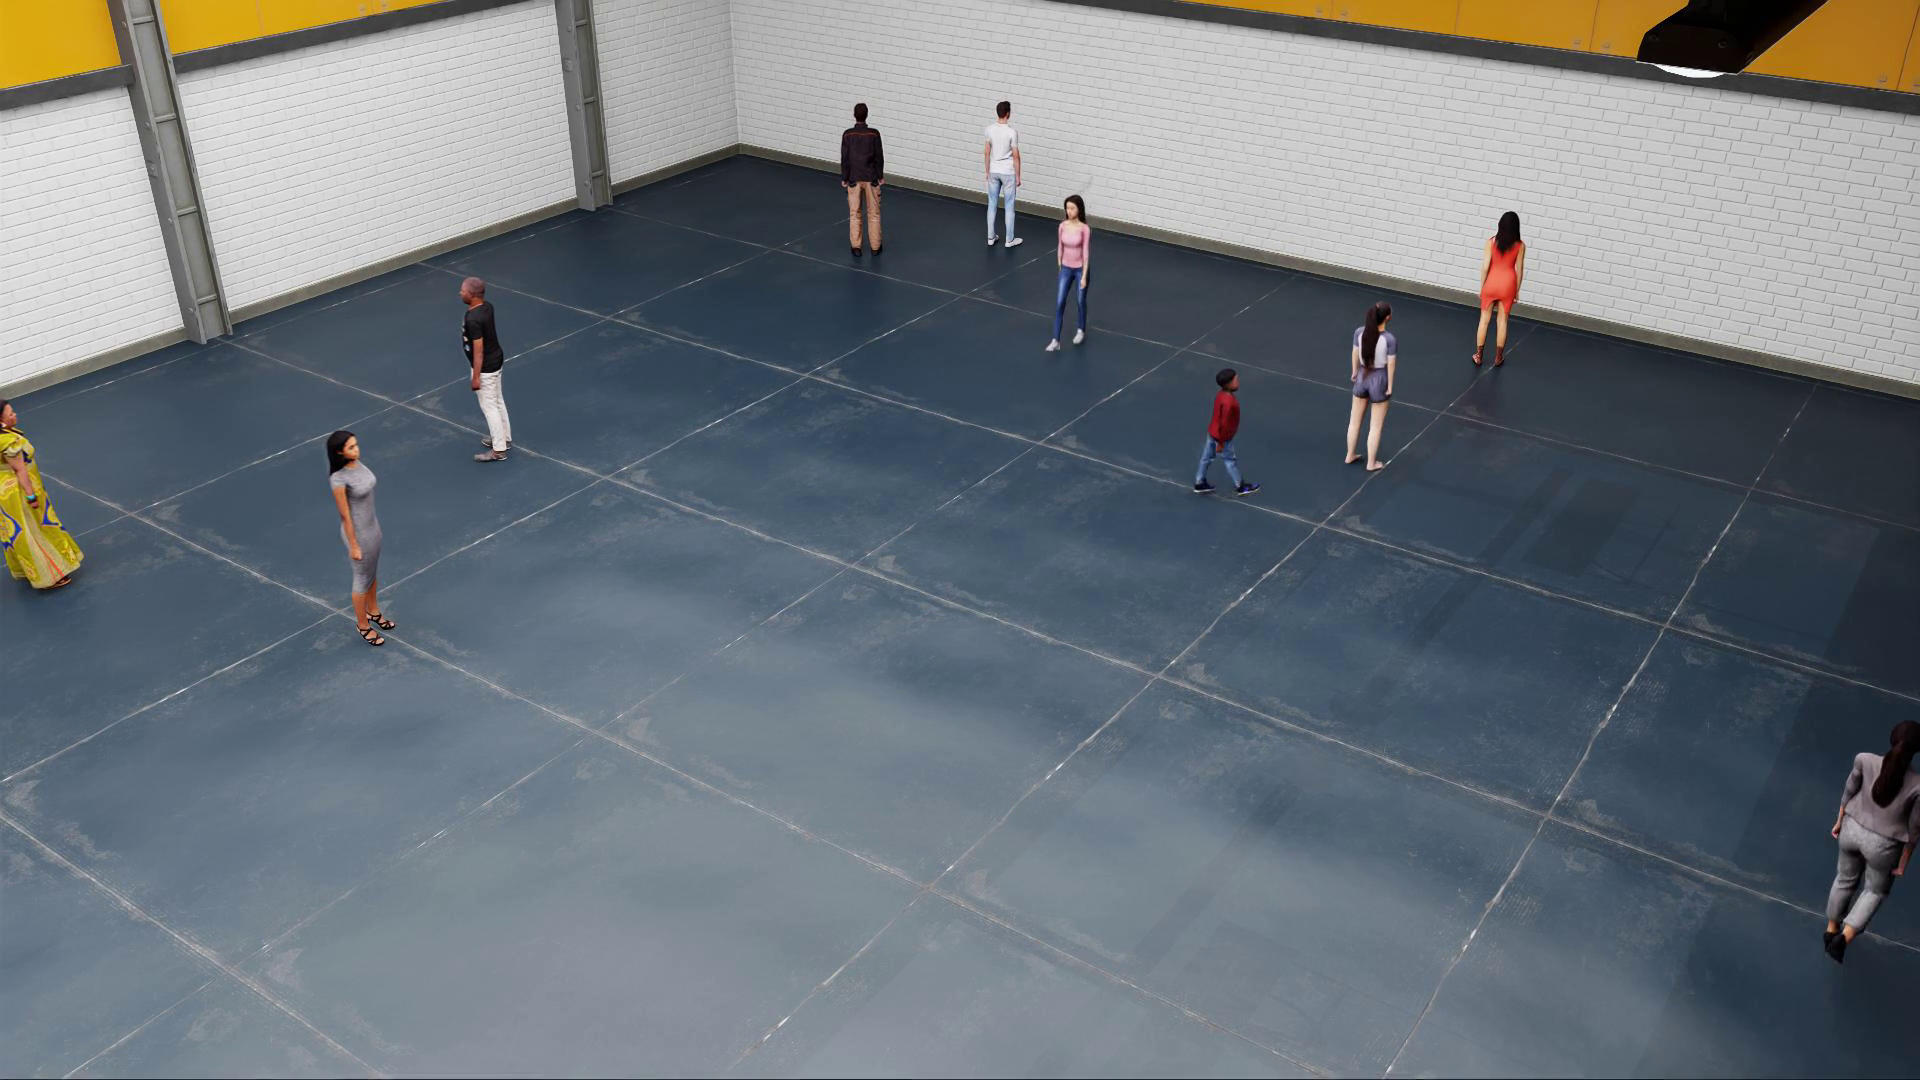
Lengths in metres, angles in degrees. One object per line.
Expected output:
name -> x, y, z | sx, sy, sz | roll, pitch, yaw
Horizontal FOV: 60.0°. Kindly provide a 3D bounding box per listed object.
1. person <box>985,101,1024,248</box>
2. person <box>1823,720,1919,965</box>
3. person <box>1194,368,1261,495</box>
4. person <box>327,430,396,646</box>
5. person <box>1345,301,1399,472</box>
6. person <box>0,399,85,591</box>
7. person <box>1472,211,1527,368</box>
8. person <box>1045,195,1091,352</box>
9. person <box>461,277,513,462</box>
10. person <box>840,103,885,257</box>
person -> 0.542, -4.699, 21.352 | 0.668, 1.851, 0.563 | 15, 32, 25
person -> 5.243, 1.794, 9.642 | 0.826, 1.665, 0.714 | -23, 36, -36
person -> 2.315, -0.959, 15.143 | 0.855, 1.230, 0.811 | -3, 29, -6
person -> -4.642, -0.033, 12.871 | 0.737, 1.781, 0.630 | 3, 29, 5
person -> 3.862, -1.454, 15.613 | 0.618, 1.649, 0.544 | 24, 36, 36
person -> -7.726, -0.394, 13.659 | 0.894, 1.660, 0.823 | 25, 37, 37
person -> 5.772, -2.688, 17.802 | 0.656, 1.719, 0.645 | 7, 29, 12
person -> 1.310, -2.965, 18.314 | 0.655, 1.715, 1.009 | 15, 32, 25
person -> -4.494, -1.636, 15.784 | 0.819, 1.805, 0.730 | 0, 29, 0
person -> -1.234, -4.550, 21.001 | 0.786, 1.924, 0.826 | -3, 29, -5
